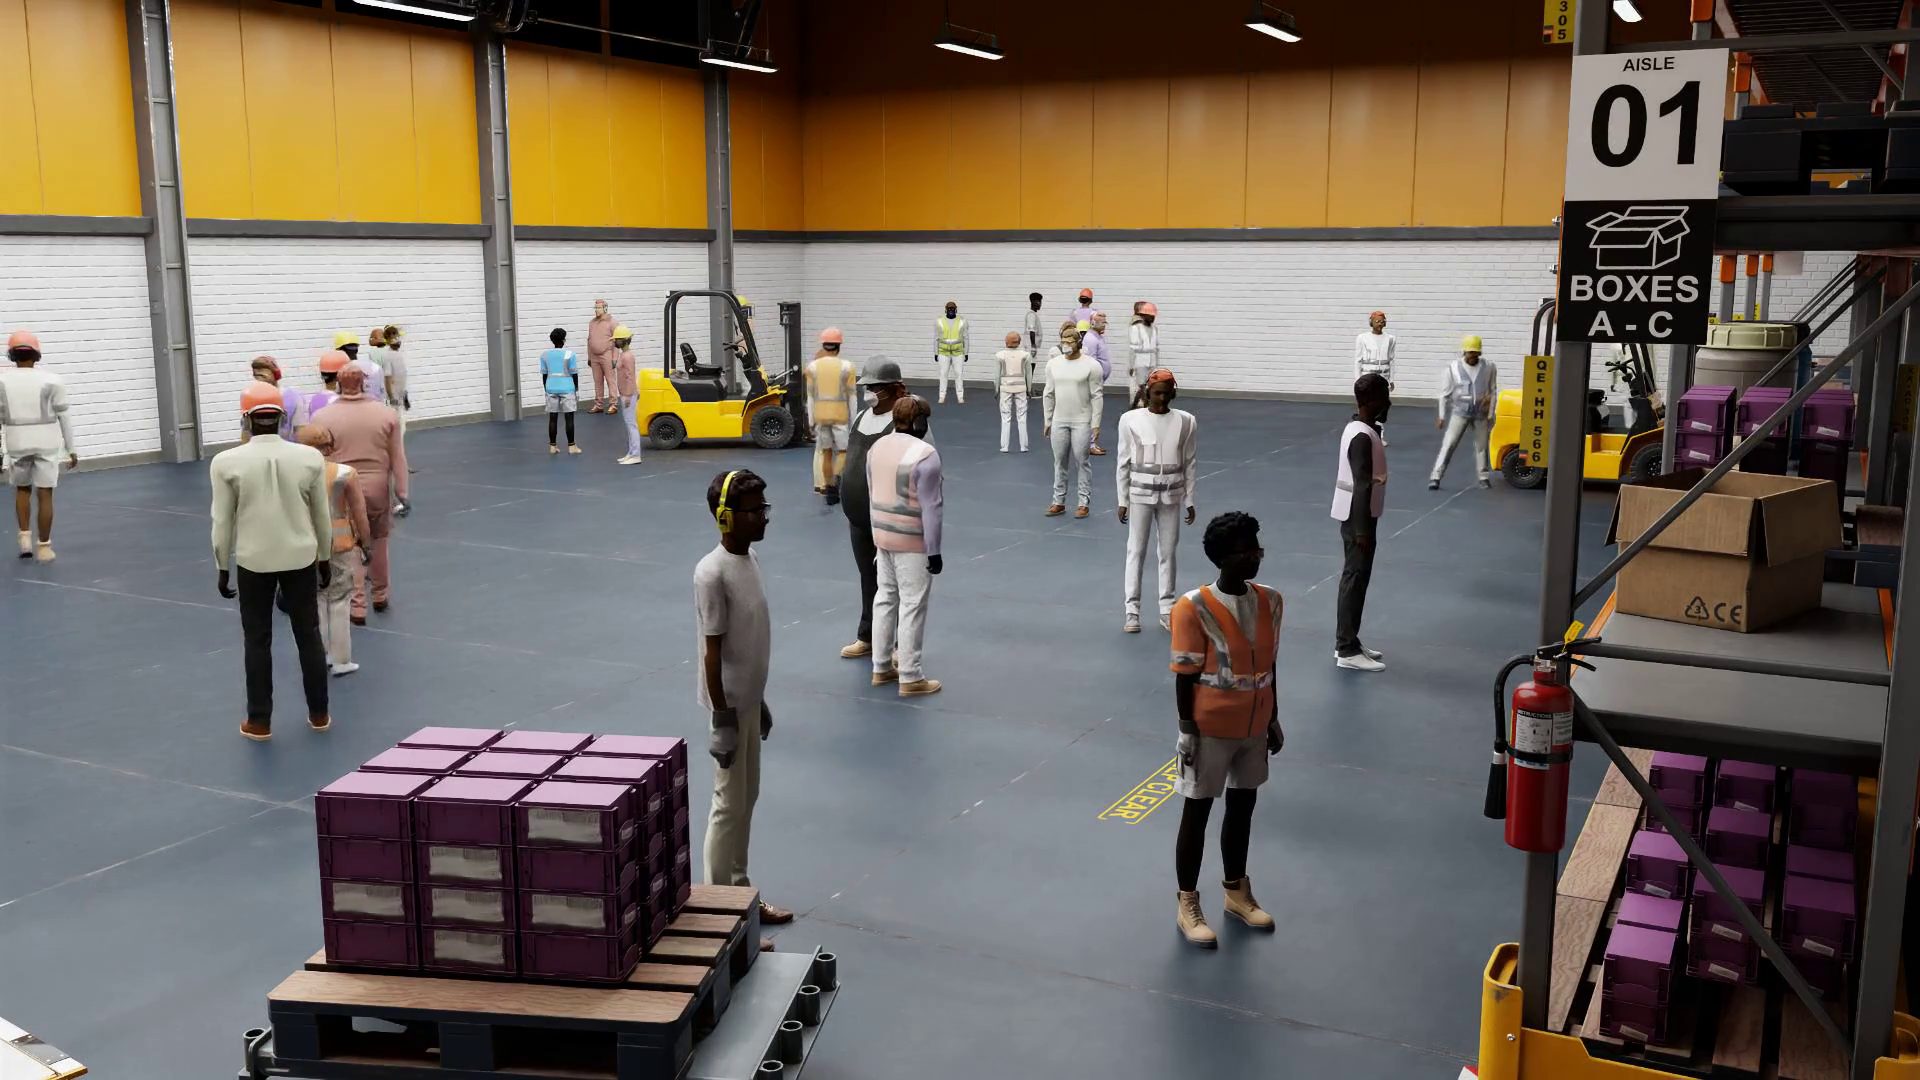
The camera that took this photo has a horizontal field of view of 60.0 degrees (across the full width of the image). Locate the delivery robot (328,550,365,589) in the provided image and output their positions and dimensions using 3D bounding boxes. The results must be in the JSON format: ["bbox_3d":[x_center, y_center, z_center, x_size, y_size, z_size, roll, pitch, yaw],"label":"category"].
[{"bbox_3d":[-4.829,0.190,12.657,0.477,0.478,0.707,1,10,4],"label":"delivery robot"}]

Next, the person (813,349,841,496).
[{"bbox_3d":[-1.492,-1.309,18.484,0.285,1.633,0.497,-3,10,-18],"label":"person"}]

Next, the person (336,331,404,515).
[{"bbox_3d":[-6.011,-1.148,16.796,0.766,1.898,0.574,-9,13,-43],"label":"person"}]

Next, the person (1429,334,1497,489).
[{"bbox_3d":[5.719,-1.450,18.902,0.742,1.789,0.511,1,10,7],"label":"person"}]

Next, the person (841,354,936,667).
[{"bbox_3d":[-0.525,-0.194,10.852,0.688,2.000,0.539,9,14,43],"label":"person"}]

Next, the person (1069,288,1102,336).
[{"bbox_3d":[2.288,-3.559,30.328,0.605,2.045,0.377,3,10,15],"label":"person"}]

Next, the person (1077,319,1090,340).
[{"bbox_3d":[1.722,-2.190,23.206,0.533,1.767,0.327,1,10,3],"label":"person"}]

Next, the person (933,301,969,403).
[{"bbox_3d":[-0.160,-3.346,29.742,0.645,1.831,0.431,0,10,0],"label":"person"}]

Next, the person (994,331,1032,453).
[{"bbox_3d":[0.715,-1.984,22.386,0.517,1.636,0.313,0,10,-1],"label":"person"}]

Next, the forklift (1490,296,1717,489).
[{"bbox_3d":[7.296,-1.677,18.993,2.313,2.155,1.214,5,11,27],"label":"forklift"}]

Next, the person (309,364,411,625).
[{"bbox_3d":[-4.444,-0.356,12.273,0.693,1.872,0.869,-5,11,-25],"label":"person"}]

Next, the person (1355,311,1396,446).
[{"bbox_3d":[5.774,-2.237,23.144,0.576,1.882,0.355,-1,10,-8],"label":"person"}]

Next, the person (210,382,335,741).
[{"bbox_3d":[-3.828,0.109,9.295,0.636,1.981,0.429,-7,12,-34],"label":"person"}]

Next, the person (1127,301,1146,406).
[{"bbox_3d":[3.154,-3.279,29.292,0.430,1.845,0.624,0,10,3],"label":"person"}]

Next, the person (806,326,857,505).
[{"bbox_3d":[-1.363,-1.296,17.600,0.544,1.920,0.584,1,10,7],"label":"person"}]

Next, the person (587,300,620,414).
[{"bbox_3d":[-5.977,-3.053,27.796,0.641,1.908,0.407,5,11,26],"label":"person"}]

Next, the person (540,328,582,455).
[{"bbox_3d":[-5.318,-1.977,22.173,0.541,1.698,0.317,2,10,9],"label":"person"}]

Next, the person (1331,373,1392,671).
[{"bbox_3d":[2.602,-0.125,10.809,0.378,1.917,0.597,2,10,11],"label":"person"}]

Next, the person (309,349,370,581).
[{"bbox_3d":[-4.986,-0.566,13.367,0.407,1.936,0.554,-9,14,-43],"label":"person"}]

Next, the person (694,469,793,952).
[{"bbox_3d":[-0.845,0.652,6.452,0.317,1.870,0.531,2,10,9],"label":"person"}]

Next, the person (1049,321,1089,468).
[{"bbox_3d":[1.351,-1.803,20.733,0.506,1.847,0.350,0,10,2],"label":"person"}]

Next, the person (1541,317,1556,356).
[{"bbox_3d":[9.050,-2.552,25.018,0.890,1.864,0.674,-1,10,-5],"label":"person"}]

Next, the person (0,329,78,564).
[{"bbox_3d":[-8.023,-0.805,14.422,0.629,2.022,0.517,-3,10,-16],"label":"person"}]

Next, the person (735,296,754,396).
[{"bbox_3d":[-3.876,-3.386,29.670,0.387,1.922,0.594,-5,11,-25],"label":"person"}]

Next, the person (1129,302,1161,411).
[{"bbox_3d":[2.882,-2.717,25.796,0.574,1.924,0.416,-6,12,-32],"label":"person"}]

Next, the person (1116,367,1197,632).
[{"bbox_3d":[1.394,-0.283,11.814,0.573,1.887,0.356,-1,10,-6],"label":"person"}]

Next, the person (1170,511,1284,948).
[{"bbox_3d":[1.048,0.726,6.513,0.535,1.700,0.318,-6,11,-31],"label":"person"}]

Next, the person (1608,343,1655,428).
[{"bbox_3d":[9.574,-2.290,23.741,0.610,1.777,0.877,2,10,10],"label":"person"}]

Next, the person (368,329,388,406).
[{"bbox_3d":[-8.063,-2.128,23.228,0.267,1.632,0.507,4,10,20],"label":"person"}]

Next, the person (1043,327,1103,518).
[{"bbox_3d":[1.140,-1.188,16.902,0.633,1.937,0.356,5,11,26],"label":"person"}]

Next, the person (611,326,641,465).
[{"bbox_3d":[-4.258,-1.838,21.166,0.326,1.766,0.533,-3,10,-16],"label":"person"}]

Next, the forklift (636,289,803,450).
[{"bbox_3d":[-3.358,-2.392,23.136,2.313,2.155,1.214,-1,10,-5],"label":"forklift"}]

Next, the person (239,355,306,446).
[{"bbox_3d":[-5.893,-0.679,14.295,0.739,1.822,0.529,2,10,9],"label":"person"}]

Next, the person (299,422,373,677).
[{"bbox_3d":[-4.020,0.060,10.567,0.551,1.626,0.409,-1,10,-7],"label":"person"}]

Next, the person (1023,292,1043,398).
[{"bbox_3d":[1.353,-3.609,30.844,0.368,1.963,0.609,0,10,1],"label":"person"}]

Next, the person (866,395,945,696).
[{"bbox_3d":[-0.324,0.026,10.223,0.431,1.834,0.640,-7,12,-36],"label":"person"}]

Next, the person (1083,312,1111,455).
[{"bbox_3d":[1.820,-2.091,22.235,0.399,1.905,0.643,1,10,8],"label":"person"}]

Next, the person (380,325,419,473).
[{"bbox_3d":[-6.838,-1.684,20.120,0.383,1.833,0.589,0,10,-1],"label":"person"}]
